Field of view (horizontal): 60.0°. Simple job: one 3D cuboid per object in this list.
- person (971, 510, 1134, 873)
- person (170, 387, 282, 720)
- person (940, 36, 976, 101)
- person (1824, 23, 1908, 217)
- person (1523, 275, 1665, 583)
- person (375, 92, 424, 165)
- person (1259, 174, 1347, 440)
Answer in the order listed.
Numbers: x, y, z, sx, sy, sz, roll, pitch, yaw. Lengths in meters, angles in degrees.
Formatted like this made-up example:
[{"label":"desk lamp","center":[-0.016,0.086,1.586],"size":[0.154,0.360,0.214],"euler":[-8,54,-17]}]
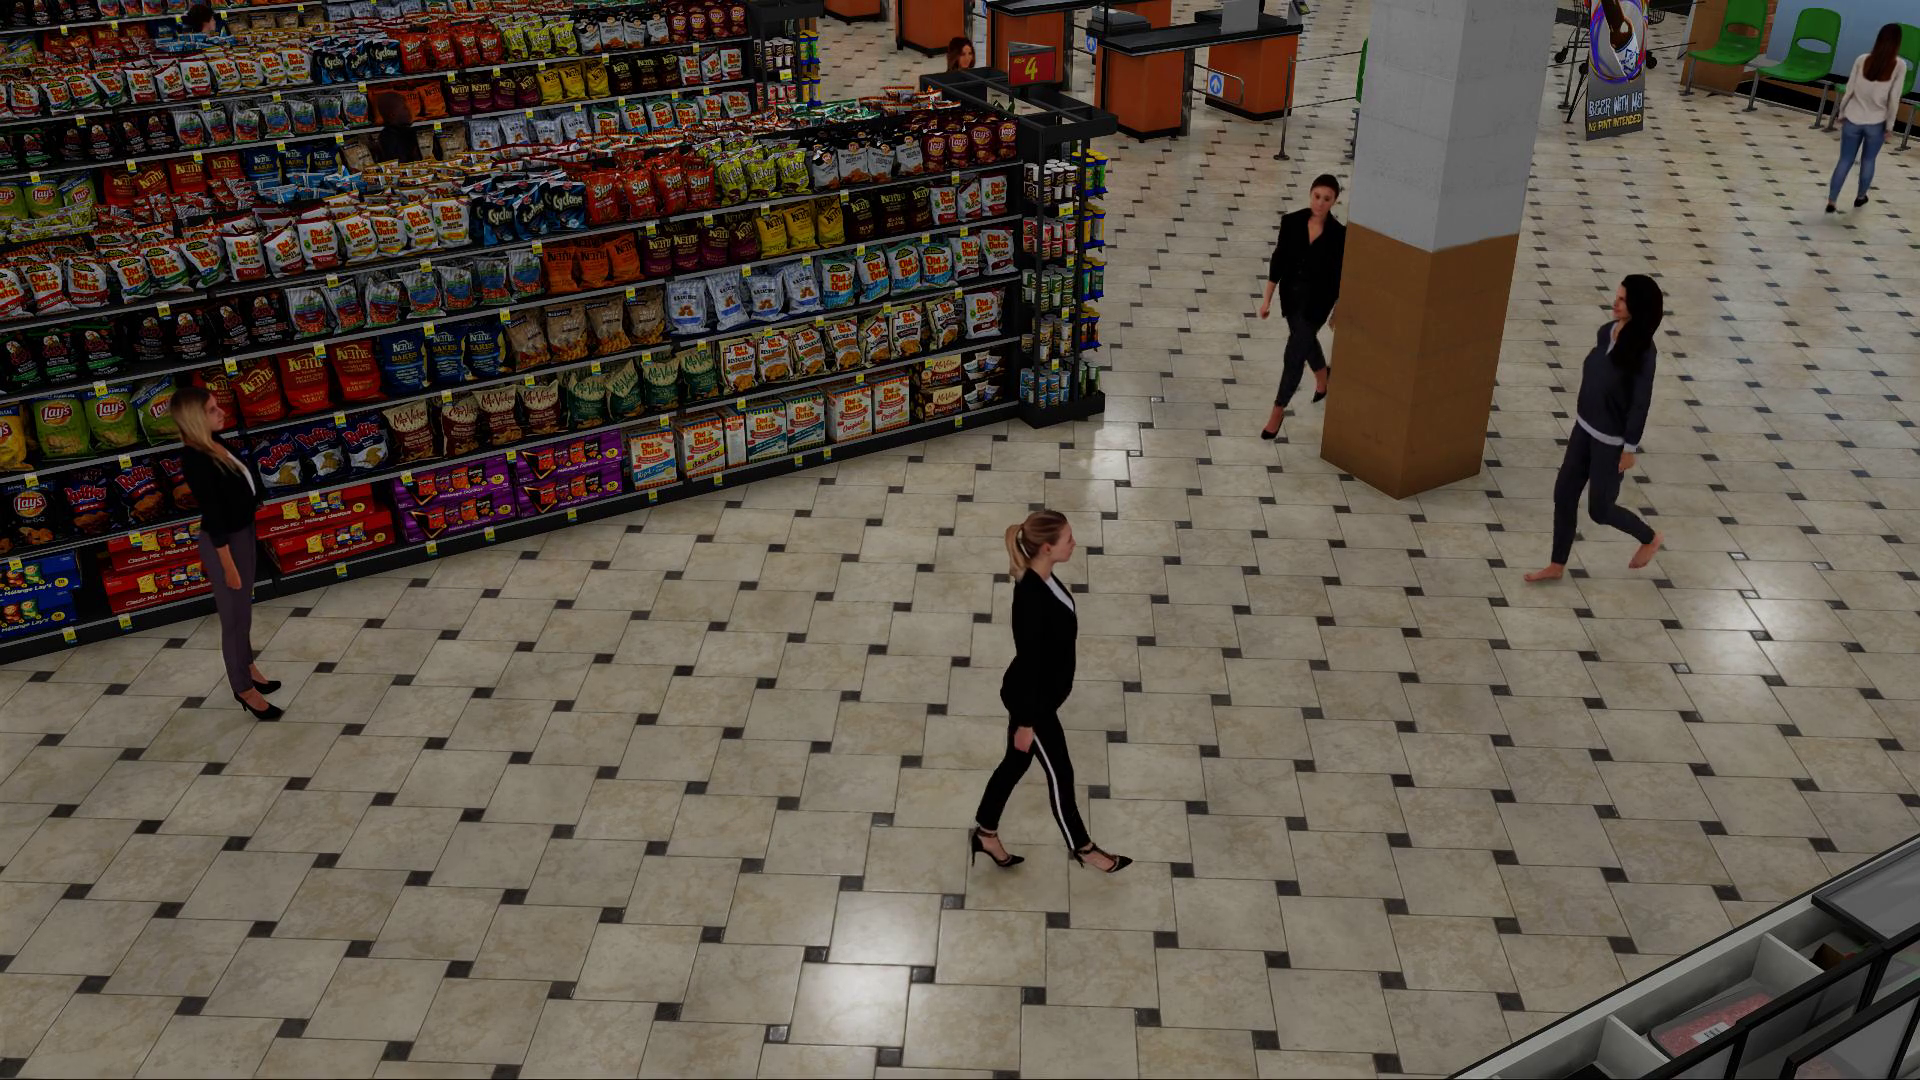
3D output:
[{"label":"person","center":[0.226,0.653,6.659],"size":[1.030,1.675,0.908],"euler":[1,29,2]},{"label":"person","center":[-3.419,0.057,7.755],"size":[0.617,1.671,0.650],"euler":[-8,30,-14]},{"label":"person","center":[-0.066,-3.242,13.691],"size":[0.560,1.772,0.676],"euler":[-16,32,-27]},{"label":"person","center":[7.860,-3.609,14.482],"size":[0.881,1.658,1.124],"euler":[21,35,33]},{"label":"person","center":[3.476,-0.554,8.793],"size":[1.048,1.748,0.771],"euler":[-7,30,-13]},{"label":"person","center":[-3.952,-2.301,11.914],"size":[0.637,1.824,0.728],"euler":[-12,31,-20]},{"label":"person","center":[2.252,-1.522,10.653],"size":[0.917,1.665,1.227],"euler":[22,36,35]}]
